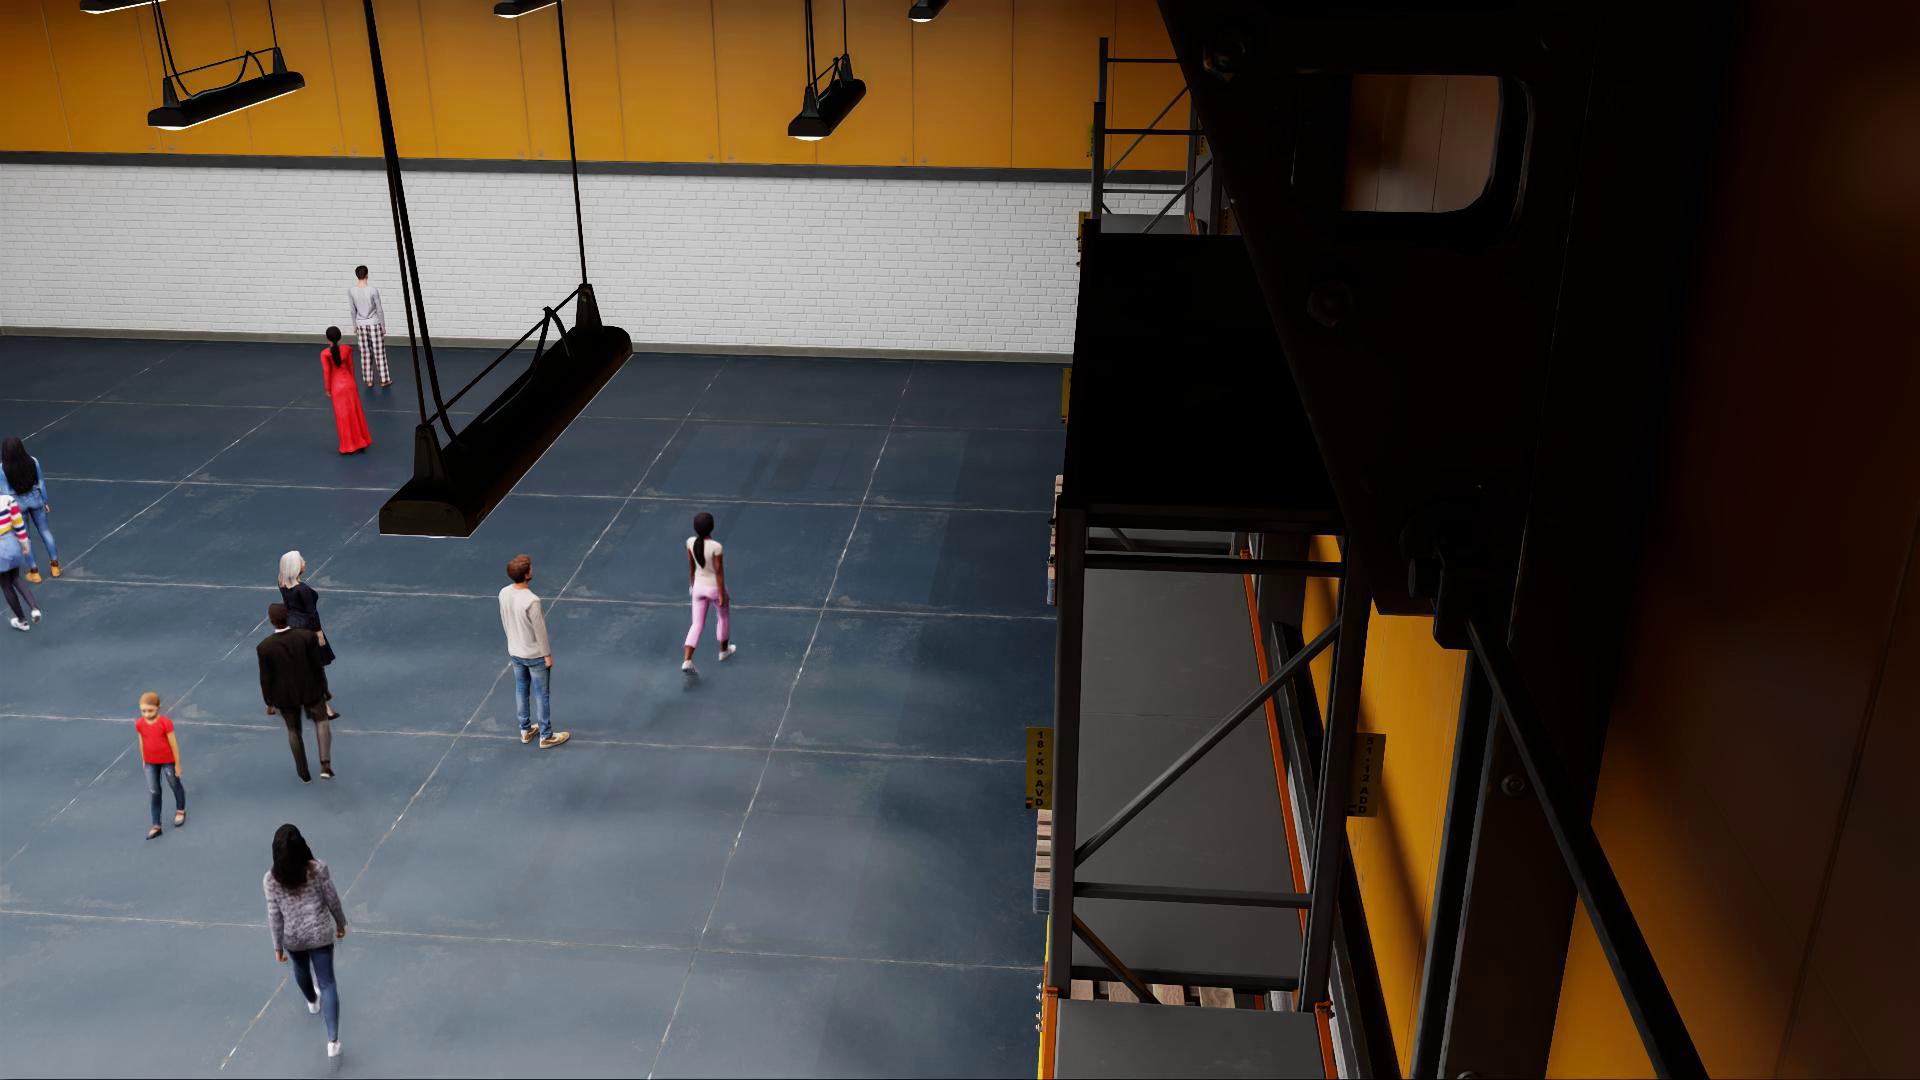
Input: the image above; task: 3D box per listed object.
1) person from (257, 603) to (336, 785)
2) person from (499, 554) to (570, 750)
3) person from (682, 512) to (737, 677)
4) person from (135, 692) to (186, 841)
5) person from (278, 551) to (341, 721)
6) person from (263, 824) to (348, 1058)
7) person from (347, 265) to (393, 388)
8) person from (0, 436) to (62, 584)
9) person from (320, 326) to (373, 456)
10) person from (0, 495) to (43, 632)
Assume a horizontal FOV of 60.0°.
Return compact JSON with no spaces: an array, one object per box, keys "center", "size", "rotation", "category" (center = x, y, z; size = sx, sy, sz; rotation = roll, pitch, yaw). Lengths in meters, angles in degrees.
[{"center":[-5.791,1.383,14.602],"size":[0.932,1.793,1.002],"rotation":[-12,26,-26],"category":"person"},{"center":[-3.965,1.022,15.288],"size":[0.742,1.905,0.733],"rotation":[13,27,28],"category":"person"},{"center":[-2.565,0.558,16.596],"size":[0.828,1.707,1.183],"rotation":[10,25,21],"category":"person"},{"center":[-6.771,1.846,14.158],"size":[0.571,1.300,0.774],"rotation":[-1,24,-2],"category":"person"},{"center":[-6.192,0.904,15.756],"size":[0.690,1.747,0.709],"rotation":[15,28,30],"category":"person"},{"center":[-4.510,2.791,11.509],"size":[1.002,1.691,1.267],"rotation":[-9,25,-19],"category":"person"},{"center":[-8.919,-3.228,25.084],"size":[0.656,1.847,0.576],"rotation":[-1,24,-2],"category":"person"},{"center":[-10.472,-0.359,18.688],"size":[0.734,1.713,0.652],"rotation":[21,31,40],"category":"person"},{"center":[-8.306,-2.017,22.394],"size":[0.807,1.783,0.721],"rotation":[18,29,36],"category":"person"},{"center":[-10.000,0.147,17.424],"size":[0.883,1.798,0.818],"rotation":[20,30,37],"category":"person"}]
